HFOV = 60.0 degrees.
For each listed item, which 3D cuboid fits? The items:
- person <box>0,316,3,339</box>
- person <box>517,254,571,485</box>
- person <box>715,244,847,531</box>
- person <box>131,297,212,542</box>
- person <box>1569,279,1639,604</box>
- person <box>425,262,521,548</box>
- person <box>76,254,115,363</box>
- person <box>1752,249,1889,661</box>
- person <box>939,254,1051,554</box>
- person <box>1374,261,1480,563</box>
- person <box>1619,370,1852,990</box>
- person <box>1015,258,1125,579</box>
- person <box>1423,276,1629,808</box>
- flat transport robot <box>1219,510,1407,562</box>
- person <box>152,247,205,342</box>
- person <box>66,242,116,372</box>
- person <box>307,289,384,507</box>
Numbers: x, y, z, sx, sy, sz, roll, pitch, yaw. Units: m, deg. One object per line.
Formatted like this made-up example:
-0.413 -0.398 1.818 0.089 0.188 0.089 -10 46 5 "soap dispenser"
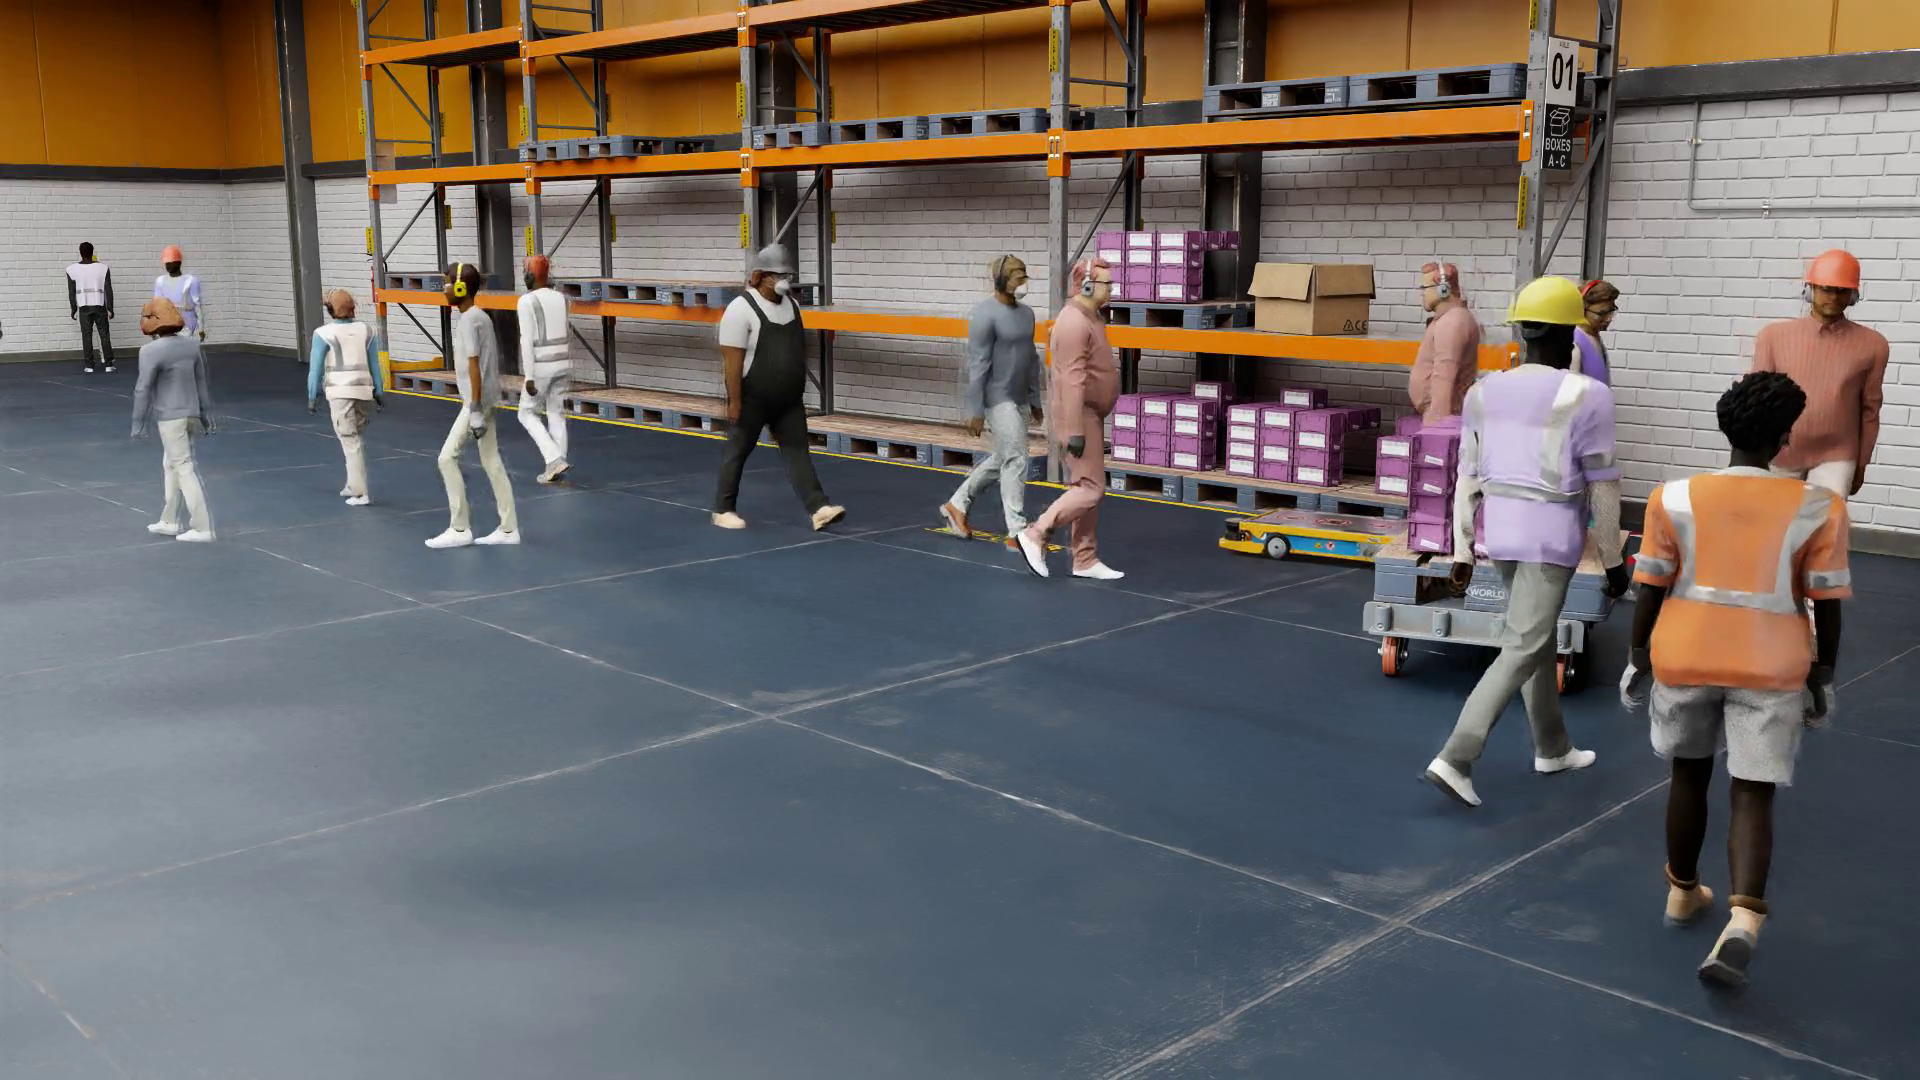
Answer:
-12.717 -2.713 21.545 0.551 1.592 0.860 -6 12 -31 "person"
-3.361 -1.365 13.446 0.409 1.866 0.588 6 12 30 "person"
-1.296 -1.053 11.286 1.070 2.000 0.693 9 14 41 "person"
-5.280 -0.789 10.996 0.695 1.604 0.530 3 11 14 "person"
3.378 -0.545 9.205 0.849 1.795 0.655 7 12 32 "person"
-3.219 -0.860 10.767 0.723 1.842 0.556 -1 10 -4 "person"
-13.813 -3.692 26.492 0.487 1.741 0.313 0 10 -1 "person"
4.206 -0.451 8.235 0.603 1.970 0.918 5 12 27 "person"
0.216 -0.885 10.758 0.875 1.915 0.636 6 12 30 "person"
2.970 -0.711 9.891 0.856 1.873 0.685 4 11 19 "person"
2.107 0.370 4.570 0.562 1.660 0.760 6 12 31 "person"
0.665 -0.682 9.672 0.528 1.892 0.665 2 11 11 "person"
2.018 0.002 5.973 0.968 1.891 0.581 -6 12 -30 "person"
2.420 -0.015 10.457 1.431 0.197 0.652 7 12 33 "flat transport robot"
-9.596 -2.648 20.427 0.564 1.885 1.015 1 10 5 "person"
-12.889 -3.451 24.695 0.587 1.920 0.392 -5 11 -25 "person"
-4.659 -1.068 12.493 0.649 1.612 0.546 8 13 35 "person"
